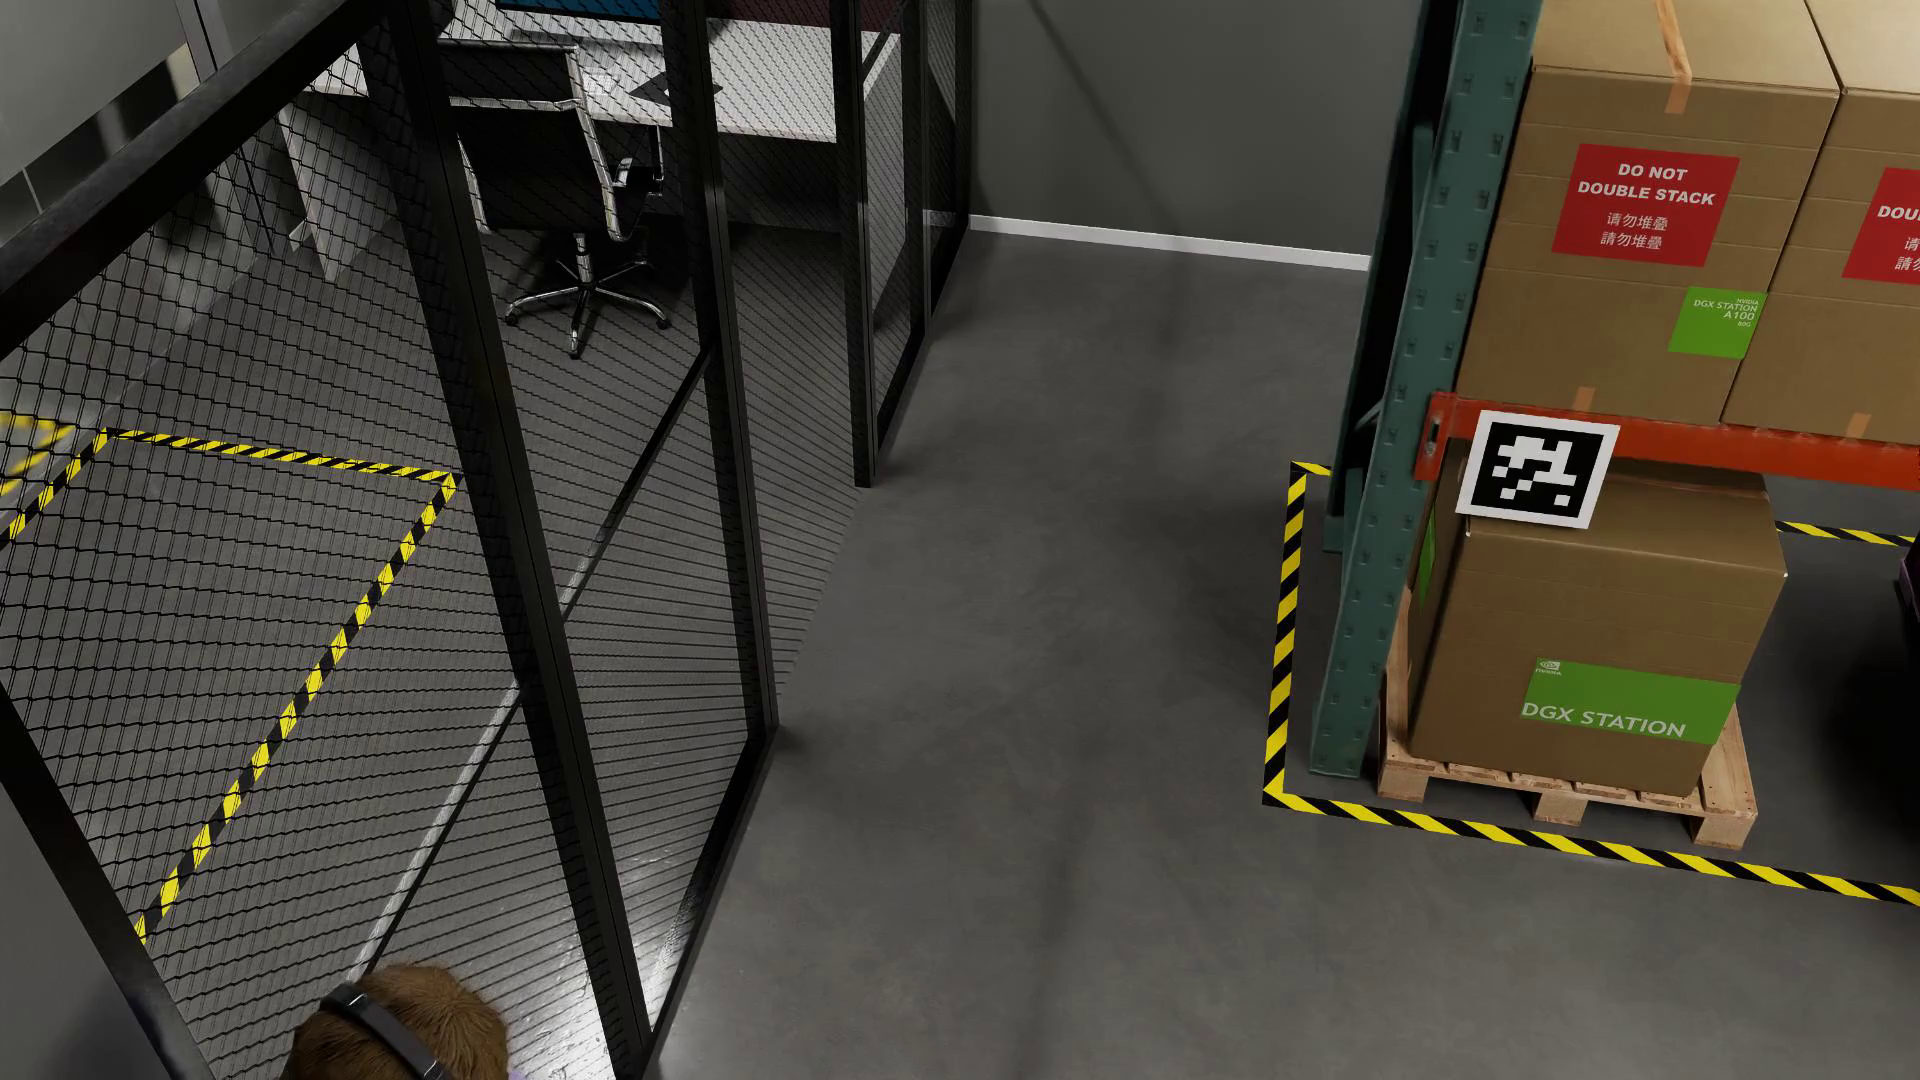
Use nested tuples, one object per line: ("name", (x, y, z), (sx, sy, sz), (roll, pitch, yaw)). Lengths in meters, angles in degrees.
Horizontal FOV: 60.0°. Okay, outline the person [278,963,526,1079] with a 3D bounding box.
("person", (-0.529, 1.156, 2.166), (0.637, 1.938, 0.357), (19, 44, 20))
